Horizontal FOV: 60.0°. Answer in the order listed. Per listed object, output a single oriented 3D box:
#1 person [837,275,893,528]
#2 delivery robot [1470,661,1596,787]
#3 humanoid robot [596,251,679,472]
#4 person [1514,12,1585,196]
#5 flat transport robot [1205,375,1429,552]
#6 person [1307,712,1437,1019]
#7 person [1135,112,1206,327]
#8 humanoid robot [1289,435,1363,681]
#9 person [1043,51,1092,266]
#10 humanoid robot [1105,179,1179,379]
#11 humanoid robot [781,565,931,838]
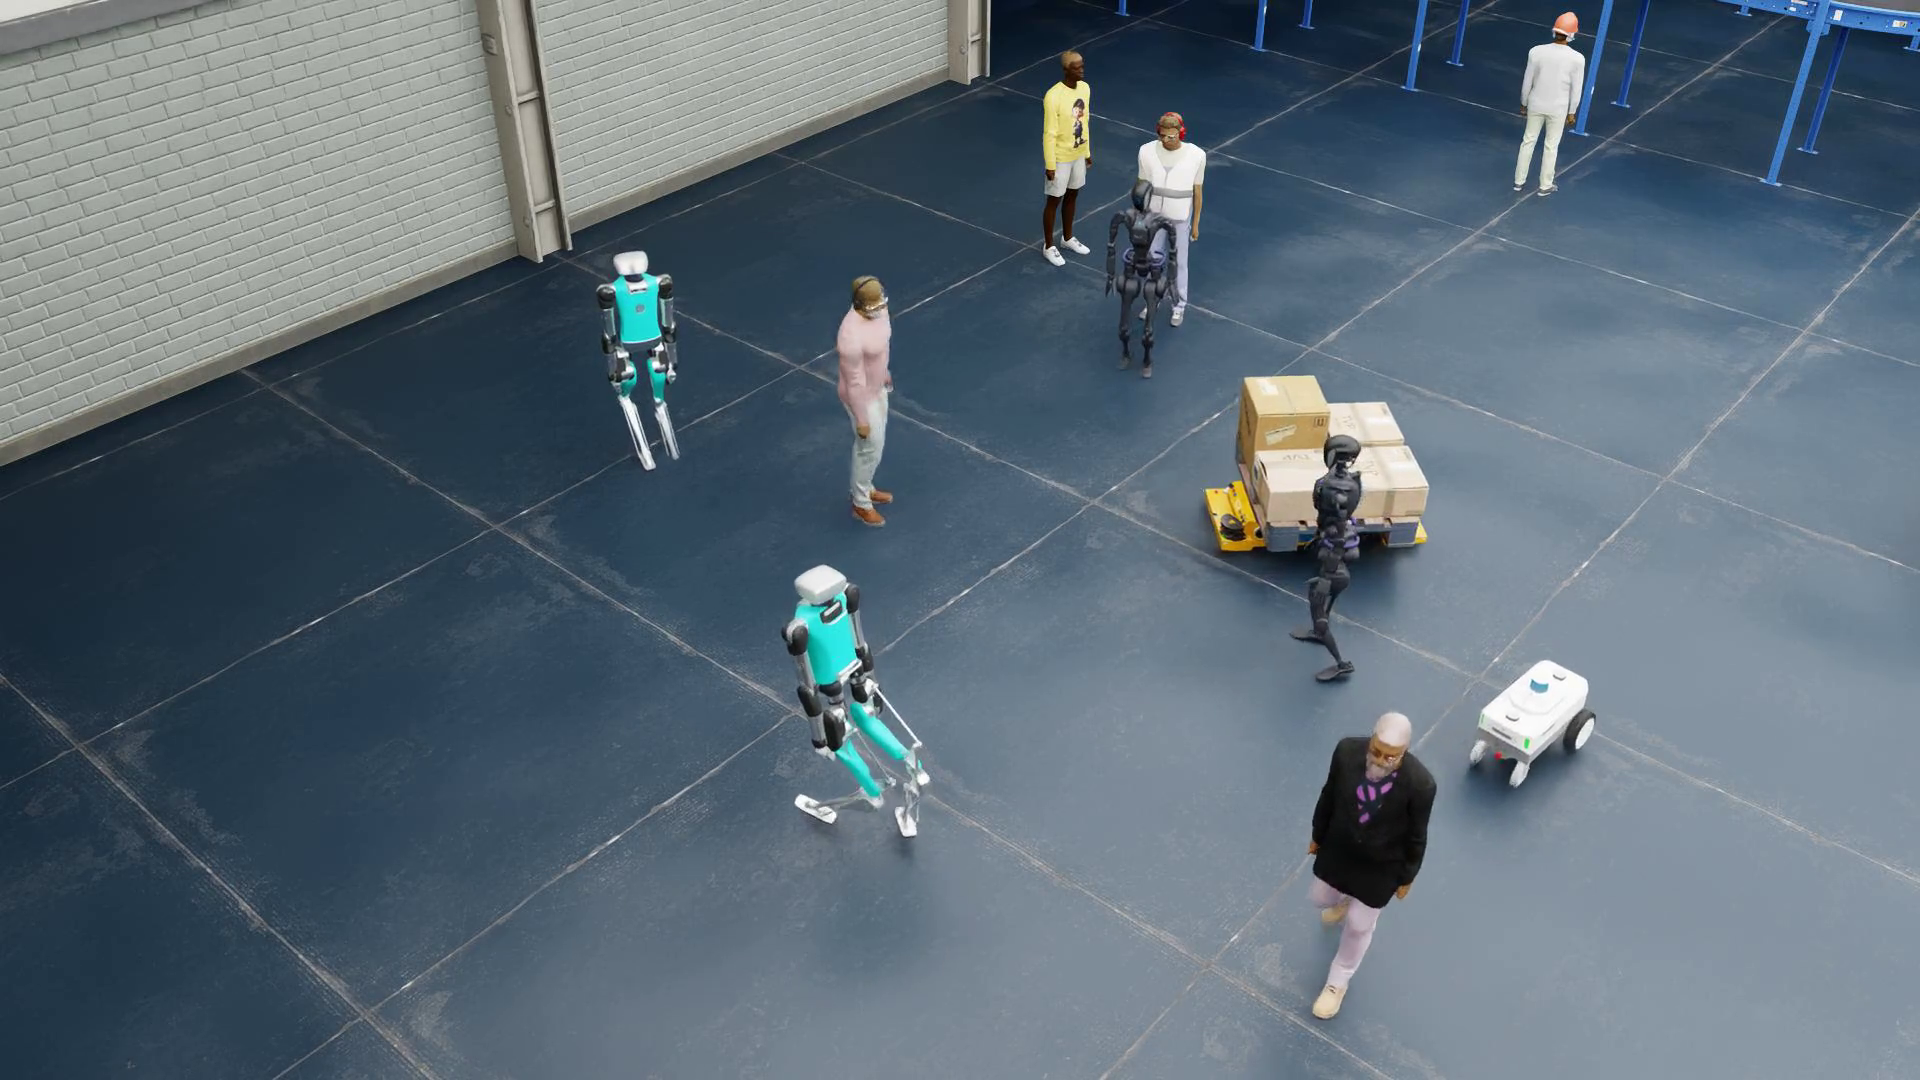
[{"bbox_3d":[-0.646,-0.975,11.347,0.396,1.909,0.673,7,36,10],"label":"person"},{"bbox_3d":[3.342,1.020,9.701,0.765,0.585,0.499,-29,45,-34],"label":"delivery robot"},{"bbox_3d":[-2.321,-1.293,11.968,0.538,1.833,0.663,-14,38,-19],"label":"humanoid robot"},{"bbox_3d":[5.667,-4.190,15.989,0.562,1.752,0.326,23,41,29],"label":"person"},{"bbox_3d":[2.488,-0.203,11.673,1.431,0.231,0.659,-2,36,-3],"label":"flat transport robot"},{"bbox_3d":[1.949,1.468,7.976,0.574,1.829,0.661,24,42,29],"label":"person"},{"bbox_3d":[1.721,-2.674,13.800,0.567,1.831,0.413,12,37,16],"label":"person"},{"bbox_3d":[2.273,0.080,10.065,0.411,1.640,0.600,3,36,4],"label":"humanoid robot"},{"bbox_3d":[0.946,-3.396,14.752,0.547,1.899,0.375,-29,45,-35],"label":"person"},{"bbox_3d":[1.443,-2.063,13.071,0.612,1.650,0.325,11,37,15],"label":"humanoid robot"},{"bbox_3d":[-0.471,0.981,8.750,0.988,1.716,0.530,22,41,28],"label":"humanoid robot"}]
